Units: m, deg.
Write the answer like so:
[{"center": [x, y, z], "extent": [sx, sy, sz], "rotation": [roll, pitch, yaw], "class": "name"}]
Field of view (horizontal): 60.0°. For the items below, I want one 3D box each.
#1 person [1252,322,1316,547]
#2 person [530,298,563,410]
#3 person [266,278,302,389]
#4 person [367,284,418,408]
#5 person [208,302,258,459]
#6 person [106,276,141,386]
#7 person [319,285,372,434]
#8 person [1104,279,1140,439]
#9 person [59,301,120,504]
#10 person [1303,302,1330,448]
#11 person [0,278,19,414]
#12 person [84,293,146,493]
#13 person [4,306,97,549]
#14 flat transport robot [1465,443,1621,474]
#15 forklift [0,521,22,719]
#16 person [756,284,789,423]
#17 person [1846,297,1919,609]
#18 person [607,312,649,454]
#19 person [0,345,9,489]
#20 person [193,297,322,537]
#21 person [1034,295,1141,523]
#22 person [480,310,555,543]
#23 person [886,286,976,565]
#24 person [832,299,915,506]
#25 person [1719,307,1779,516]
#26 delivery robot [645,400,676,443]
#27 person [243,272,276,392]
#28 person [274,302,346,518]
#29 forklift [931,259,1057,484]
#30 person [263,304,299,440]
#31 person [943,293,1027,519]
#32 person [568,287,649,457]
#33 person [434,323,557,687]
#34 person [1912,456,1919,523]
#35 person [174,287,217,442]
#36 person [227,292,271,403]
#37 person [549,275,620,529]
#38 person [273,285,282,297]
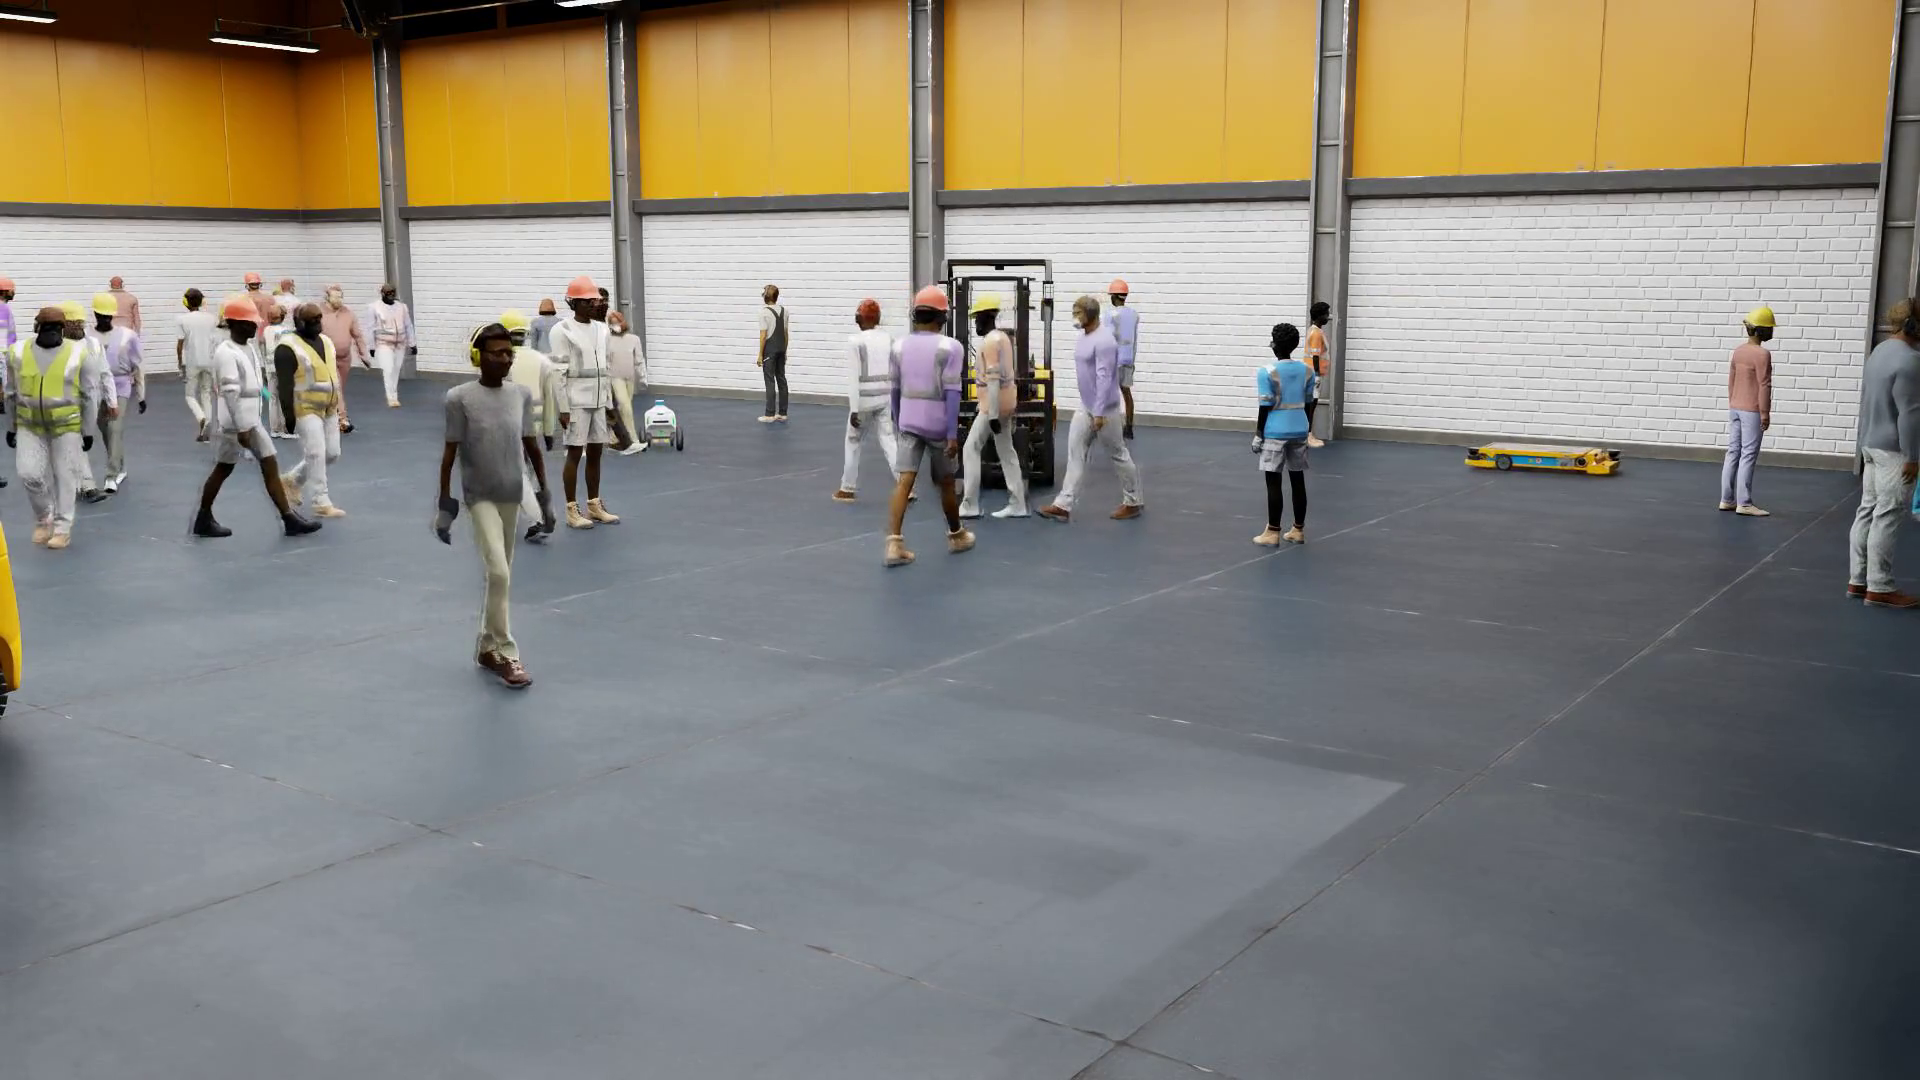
[{"center": [2.444, -0.792, 12.599], "extent": [0.531, 1.698, 0.320], "rotation": [-5, 11, -28], "class": "person"}, {"center": [-5.912, -2.656, 23.924], "extent": [0.498, 1.627, 0.289], "rotation": [-3, 10, -16], "class": "person"}, {"center": [-11.012, -3.347, 27.260], "extent": [0.666, 1.884, 0.803], "rotation": [4, 10, 22], "class": "person"}, {"center": [-8.340, -2.860, 24.549], "extent": [0.760, 1.813, 0.646], "rotation": [9, 13, 43], "class": "person"}, {"center": [-7.930, -1.742, 18.214], "extent": [0.492, 1.716, 0.805], "rotation": [-5, 11, -26], "class": "person"}, {"center": [-14.468, -3.588, 28.661], "extent": [0.639, 1.902, 0.402], "rotation": [-5, 11, -28], "class": "person"}, {"center": [-7.784, -2.260, 20.875], "extent": [0.991, 1.845, 0.672], "rotation": [8, 13, 41], "class": "person"}, {"center": [1.908, -2.175, 20.121], "extent": [0.552, 1.935, 0.360], "rotation": [-8, 13, -41], "class": "person"}, {"center": [-7.785, -1.216, 14.807], "extent": [0.844, 1.797, 0.626], "rotation": [6, 11, 33], "class": "person"}, {"center": [4.132, -1.918, 19.329], "extent": [0.319, 1.691, 0.535], "rotation": [1, 10, 9], "class": "person"}, {"center": [-13.406, -2.738, 23.521], "extent": [0.526, 1.920, 0.580], "rotation": [-6, 11, -34], "class": "person"}, {"center": [-8.069, -1.404, 15.762], "extent": [0.603, 1.870, 1.021], "rotation": [-2, 10, -11], "class": "person"}, {"center": [-6.813, -0.833, 12.480], "extent": [0.655, 1.821, 0.438], "rotation": [-2, 10, -13], "class": "person"}, {"center": [6.037, -0.858, 17.233], "extent": [1.431, 0.197, 0.652], "rotation": [6, 11, 30], "class": "flat transport robot"}, {"center": [-5.296, -0.090, 6.943], "extent": [1.214, 2.155, 2.313], "rotation": [7, 12, 35], "class": "forklift"}, {"center": [-2.513, -2.496, 22.311], "extent": [0.344, 1.846, 0.507], "rotation": [8, 13, 40], "class": "person"}, {"center": [5.847, -0.548, 10.432], "extent": [0.352, 1.937, 0.635], "rotation": [1, 10, 8], "class": "person"}, {"center": [-3.801, -1.763, 18.701], "extent": [0.603, 1.597, 0.491], "rotation": [9, 13, 42], "class": "person"}, {"center": [-9.268, -1.401, 15.635], "extent": [0.992, 1.898, 0.613], "rotation": [5, 11, 29], "class": "person"}, {"center": [-5.577, -0.938, 12.942], "extent": [1.011, 1.884, 0.569], "rotation": [1, 10, 3], "class": "person"}, {"center": [1.101, -1.072, 13.770], "extent": [0.986, 1.891, 0.668], "rotation": [-4, 10, -23], "class": "person"}, {"center": [-3.435, -0.882, 12.888], "extent": [0.915, 1.793, 0.598], "rotation": [8, 13, 40], "class": "person"}, {"center": [-0.250, -0.825, 11.991], "extent": [0.627, 1.988, 1.058], "rotation": [5, 11, 27], "class": "person"}, {"center": [-0.749, -1.208, 14.689], "extent": [0.579, 1.839, 0.995], "rotation": [-8, 12, -39], "class": "person"}, {"center": [6.755, -1.092, 14.185], "extent": [0.325, 1.767, 0.533], "rotation": [-1, 10, -5], "class": "person"}, {"center": [-3.446, -1.362, 19.110], "extent": [0.477, 0.478, 0.707], "rotation": [-2, 10, -11], "class": "delivery robot"}, {"center": [-10.685, -3.073, 25.298], "extent": [0.612, 1.997, 0.376], "rotation": [-8, 12, -40], "class": "person"}, {"center": [-5.514, -1.094, 14.030], "extent": [0.629, 1.822, 0.636], "rotation": [3, 10, 18], "class": "person"}, {"center": [0.370, -1.738, 16.759], "extent": [1.214, 2.155, 2.313], "rotation": [1, 10, 3], "class": "forklift"}, {"center": [-8.243, -2.038, 20.175], "extent": [0.522, 1.645, 0.305], "rotation": [7, 12, 37], "class": "person"}, {"center": [0.205, -1.107, 13.933], "extent": [0.809, 1.880, 0.596], "rotation": [3, 10, 16], "class": "person"}, {"center": [-3.924, -1.825, 18.240], "extent": [0.971, 1.872, 0.612], "rotation": [3, 10, 16], "class": "person"}, {"center": [-2.332, -0.177, 8.513], "extent": [0.799, 1.840, 0.579], "rotation": [8, 13, 40], "class": "person"}, {"center": [8.123, -1.047, 13.689], "extent": [0.570, 1.840, 0.373], "rotation": [-3, 10, -16], "class": "person"}, {"center": [-8.980, -2.058, 19.682], "extent": [0.516, 1.856, 0.551], "rotation": [-9, 13, -42], "class": "person"}, {"center": [-9.507, -2.432, 22.223], "extent": [0.665, 1.743, 0.533], "rotation": [0, 10, 1], "class": "person"}, {"center": [-3.024, -1.115, 13.498], "extent": [0.375, 2.044, 0.607], "rotation": [6, 11, 31], "class": "person"}, {"center": [-11.373, -3.392, 27.916], "extent": [0.522, 1.758, 0.349], "rotation": [3, 10, 16], "class": "person"}]
